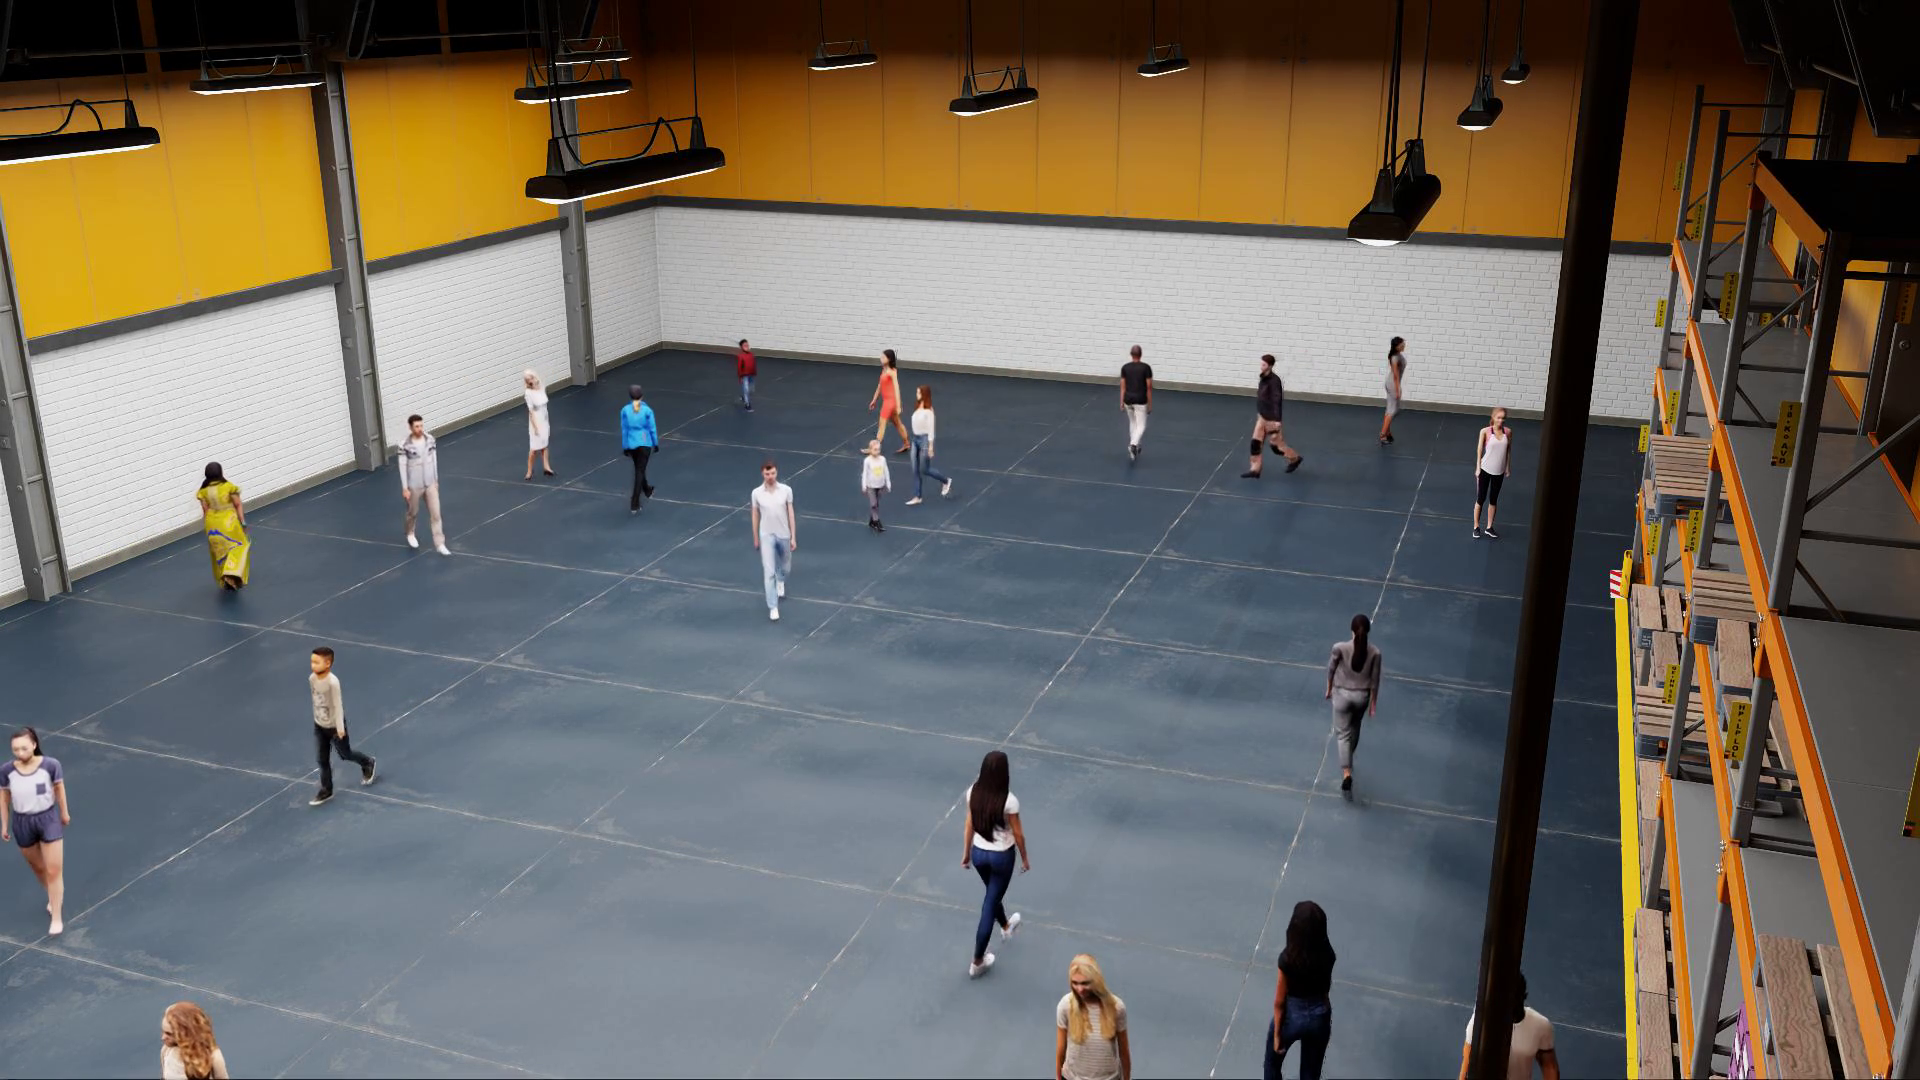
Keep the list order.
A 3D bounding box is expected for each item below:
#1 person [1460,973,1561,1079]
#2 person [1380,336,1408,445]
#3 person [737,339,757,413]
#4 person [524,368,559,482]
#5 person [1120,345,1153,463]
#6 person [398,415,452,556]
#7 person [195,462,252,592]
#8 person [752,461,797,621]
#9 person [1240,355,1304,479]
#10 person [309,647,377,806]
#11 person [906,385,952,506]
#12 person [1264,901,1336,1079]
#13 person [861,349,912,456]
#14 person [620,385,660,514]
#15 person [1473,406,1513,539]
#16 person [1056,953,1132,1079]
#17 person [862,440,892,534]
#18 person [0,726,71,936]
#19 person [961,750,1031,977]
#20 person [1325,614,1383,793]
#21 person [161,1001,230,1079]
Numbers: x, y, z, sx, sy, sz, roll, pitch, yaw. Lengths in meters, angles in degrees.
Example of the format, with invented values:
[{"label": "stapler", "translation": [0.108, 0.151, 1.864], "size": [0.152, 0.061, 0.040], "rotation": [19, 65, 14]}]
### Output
[{"label": "person", "translation": [3.177, 3.243, 9.837], "size": [0.909, 1.774, 1.036], "rotation": [-3, 19, -9]}, {"label": "person", "translation": [6.938, -2.412, 26.644], "size": [0.769, 1.764, 0.581], "rotation": [-2, 19, -6]}, {"label": "person", "translation": [-3.719, -2.858, 28.786], "size": [0.719, 1.244, 0.728], "rotation": [-17, 25, -40]}, {"label": "person", "translation": [-6.249, -1.751, 24.742], "size": [0.783, 1.725, 0.478], "rotation": [2, 19, 7]}, {"label": "person", "translation": [2.705, -2.088, 25.660], "size": [0.697, 1.779, 1.049], "rotation": [8, 20, 21]}, {"label": "person", "translation": [-7.043, -0.741, 21.576], "size": [1.252, 1.831, 1.143], "rotation": [-16, 24, -39]}, {"label": "person", "translation": [-8.873, -0.119, 20.028], "size": [0.909, 1.641, 1.048], "rotation": [-1, 19, -2]}, {"label": "person", "translation": [-2.171, -0.045, 19.519], "size": [1.047, 1.826, 1.232], "rotation": [-4, 19, -11]}, {"label": "person", "translation": [4.675, -1.813, 24.674], "size": [1.240, 1.887, 1.218], "rotation": [-7, 20, -19]}, {"label": "person", "translation": [-5.648, 1.651, 15.082], "size": [0.624, 1.443, 0.950], "rotation": [10, 21, 26]}, {"label": "person", "translation": [-0.461, -1.352, 23.574], "size": [1.028, 1.714, 0.915], "rotation": [-11, 22, -30]}, {"label": "person", "translation": [2.171, 3.096, 10.355], "size": [0.745, 1.721, 0.869], "rotation": [-2, 19, -7]}, {"label": "person", "translation": [-1.011, -2.118, 25.921], "size": [1.111, 1.668, 1.086], "rotation": [-7, 20, -20]}, {"label": "person", "translation": [-4.494, -1.231, 23.164], "size": [0.749, 1.746, 1.204], "rotation": [4, 19, 11]}, {"label": "person", "translation": [7.083, -0.918, 22.169], "size": [0.675, 1.788, 0.652], "rotation": [-1, 19, -3]}, {"label": "person", "translation": [0.757, 3.214, 9.885], "size": [0.867, 1.798, 1.047], "rotation": [-2, 19, -7]}, {"label": "person", "translation": [-1.171, -0.741, 22.479], "size": [0.843, 1.254, 0.882], "rotation": [-10, 21, -26]}, {"label": "person", "translation": [-7.249, 2.231, 13.082], "size": [0.899, 1.620, 1.035], "rotation": [-4, 19, -12]}, {"label": "person", "translation": [0.191, 2.425, 12.310], "size": [0.793, 1.746, 1.060], "rotation": [13, 22, 33]}, {"label": "person", "translation": [3.567, 1.516, 15.181], "size": [0.831, 1.636, 1.146], "rotation": [1, 19, 2]}, {"label": "person", "translation": [-4.307, 3.372, 9.482], "size": [0.592, 1.755, 0.539], "rotation": [5, 19, 13]}]
